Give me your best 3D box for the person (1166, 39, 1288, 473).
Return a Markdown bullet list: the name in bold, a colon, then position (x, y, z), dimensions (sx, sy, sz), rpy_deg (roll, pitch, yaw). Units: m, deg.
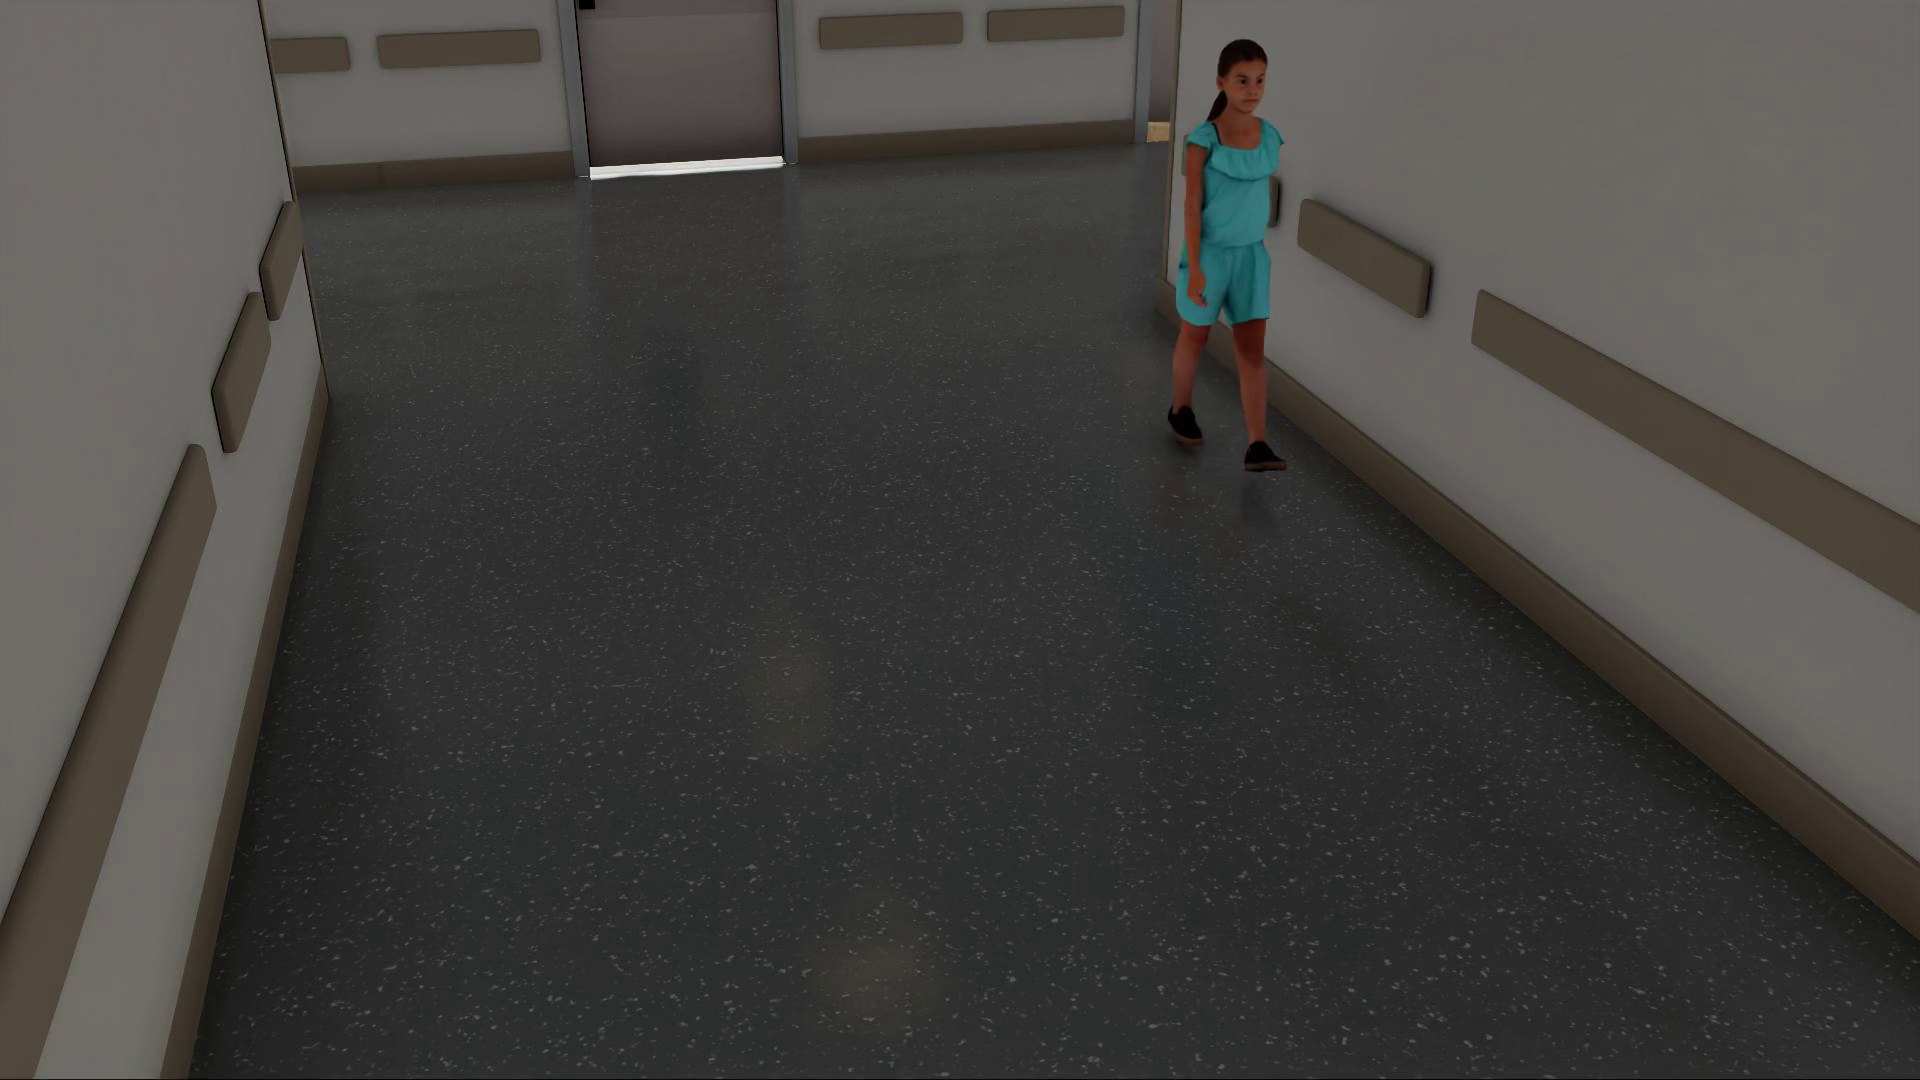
- **person**: position (0.928, -1.038, 6.117), dimensions (0.916, 1.520, 0.617), rpy_deg (-6, 26, -13)
